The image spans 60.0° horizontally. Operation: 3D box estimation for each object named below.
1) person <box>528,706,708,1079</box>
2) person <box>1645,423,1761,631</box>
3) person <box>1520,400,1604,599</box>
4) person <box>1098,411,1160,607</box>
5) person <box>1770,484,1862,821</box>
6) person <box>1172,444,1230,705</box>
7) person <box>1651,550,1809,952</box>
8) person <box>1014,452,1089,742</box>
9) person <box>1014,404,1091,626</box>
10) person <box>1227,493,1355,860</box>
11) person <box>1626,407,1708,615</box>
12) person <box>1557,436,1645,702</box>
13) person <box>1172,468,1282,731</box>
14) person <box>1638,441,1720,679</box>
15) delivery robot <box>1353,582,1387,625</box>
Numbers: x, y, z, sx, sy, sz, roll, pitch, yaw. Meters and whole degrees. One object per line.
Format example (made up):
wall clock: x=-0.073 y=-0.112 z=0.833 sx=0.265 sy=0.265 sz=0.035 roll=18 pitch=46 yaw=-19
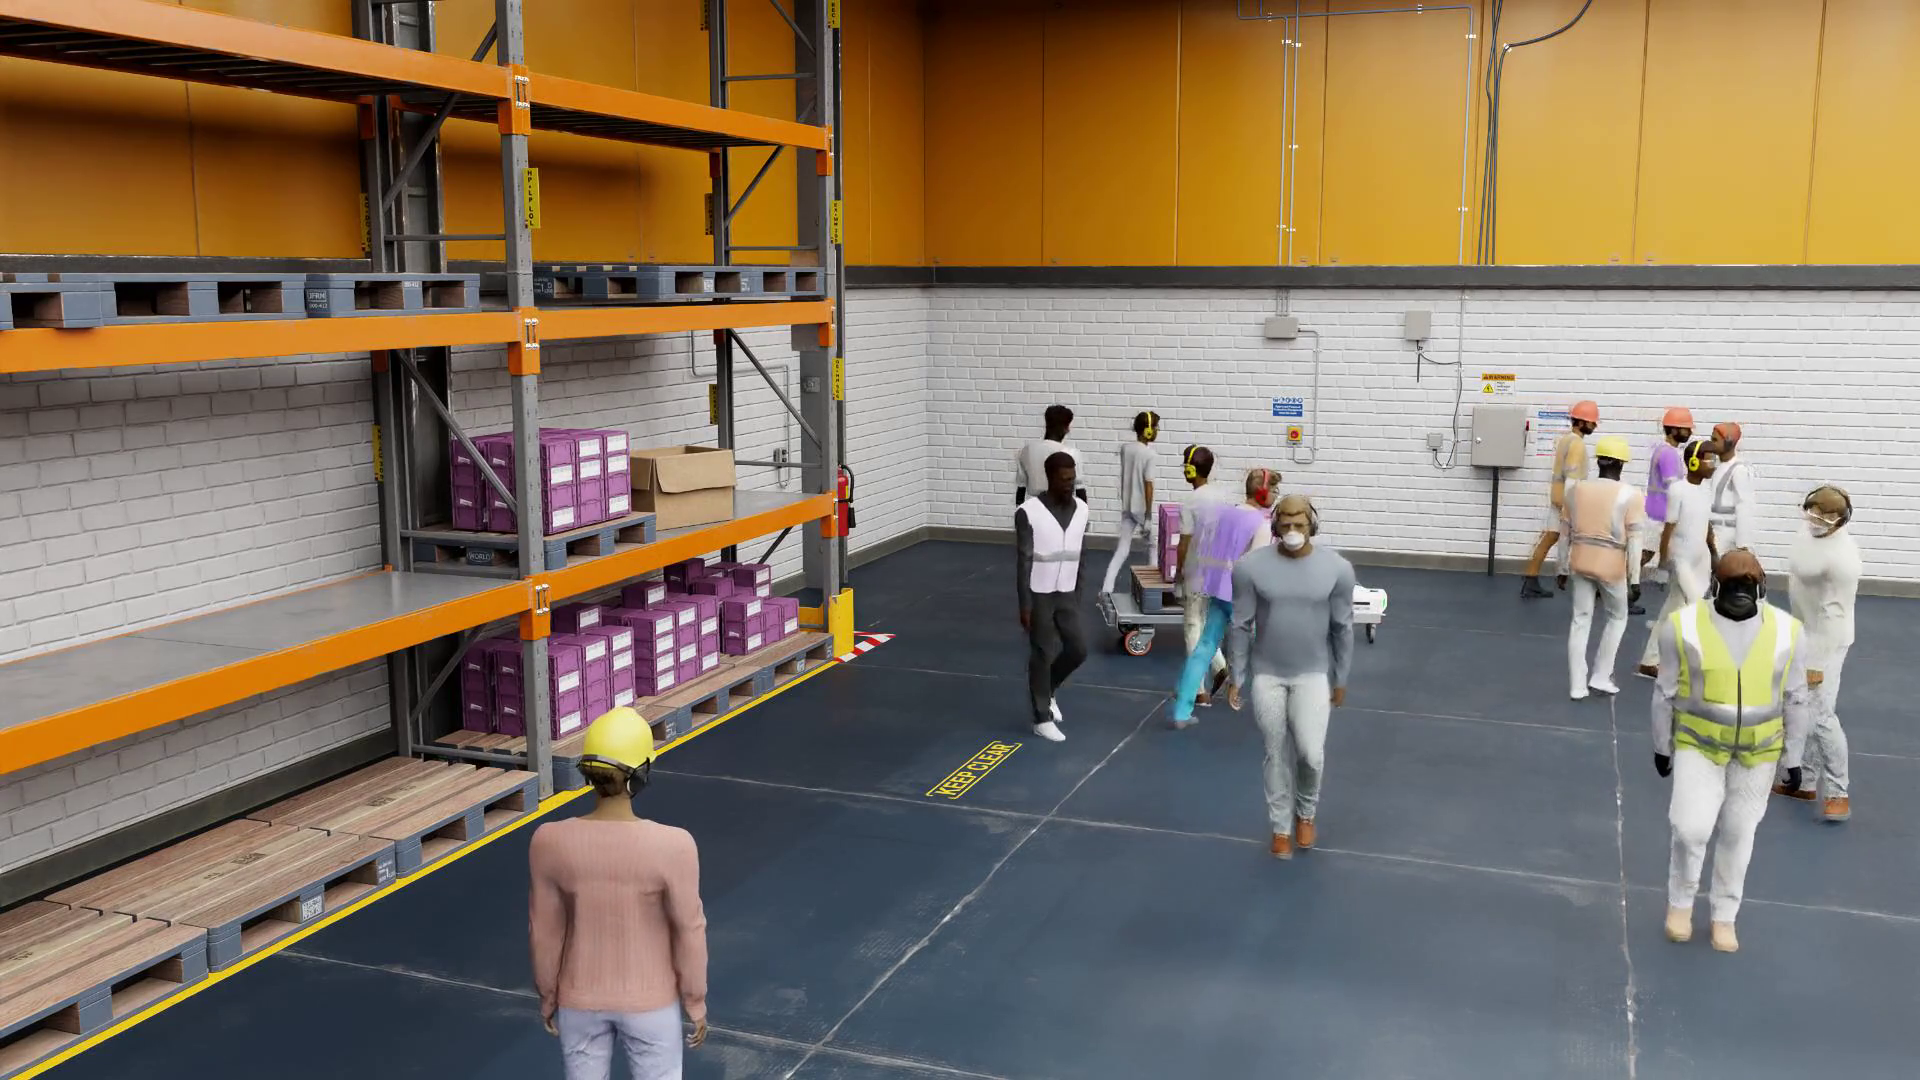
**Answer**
person: x=-1.009 y=1.369 z=4.983 sx=0.533 sy=1.767 sz=0.326 roll=1 pitch=9 yaw=6
person: x=6.295 y=-0.060 z=13.783 sx=1.008 sy=1.828 sz=0.571 roll=2 pitch=9 yaw=14
person: x=5.737 y=-0.364 z=15.540 sx=0.974 sy=1.879 sz=0.562 roll=1 pitch=9 yaw=4
person: x=1.603 y=-0.263 z=15.085 sx=0.952 sy=1.822 sz=0.524 roll=-8 pitch=12 yaw=-41
person: x=4.841 y=0.612 z=9.376 sx=0.359 sy=1.895 sz=0.698 roll=2 pitch=9 yaw=11
person: x=1.696 y=0.251 z=11.727 sx=0.553 sy=1.854 sz=0.423 roll=-8 pitch=12 yaw=-42
person: x=3.443 y=0.947 z=7.460 sx=0.628 sy=1.829 sz=0.454 roll=2 pitch=9 yaw=14
person: x=0.591 y=0.362 z=10.890 sx=0.599 sy=1.903 sz=0.457 roll=-6 pitch=11 yaw=-33
person: x=0.808 y=-0.207 z=14.319 sx=0.649 sy=1.942 sz=0.484 roll=5 pitch=10 yaw=28
person: x=1.692 y=0.714 z=8.590 sx=0.639 sy=1.920 sz=0.442 roll=2 pitch=9 yaw=15
person: x=6.291 y=-0.236 z=14.695 sx=1.009 sy=1.880 sz=0.571 roll=4 pitch=10 yaw=24
person: x=4.578 y=0.205 z=11.896 sx=0.666 sy=1.890 sz=0.639 roll=9 pitch=13 yaw=44
person: x=1.838 y=0.410 z=11.042 sx=0.883 sy=1.772 sz=0.590 roll=-4 pitch=10 yaw=-26
person: x=5.432 y=0.194 z=12.166 sx=0.512 sy=1.824 sz=0.952 roll=-8 pitch=12 yaw=-40
delivery robot: x=3.174 y=0.519 z=13.812 sx=0.707 sy=0.478 sz=0.477 roll=1 pitch=9 yaw=8
